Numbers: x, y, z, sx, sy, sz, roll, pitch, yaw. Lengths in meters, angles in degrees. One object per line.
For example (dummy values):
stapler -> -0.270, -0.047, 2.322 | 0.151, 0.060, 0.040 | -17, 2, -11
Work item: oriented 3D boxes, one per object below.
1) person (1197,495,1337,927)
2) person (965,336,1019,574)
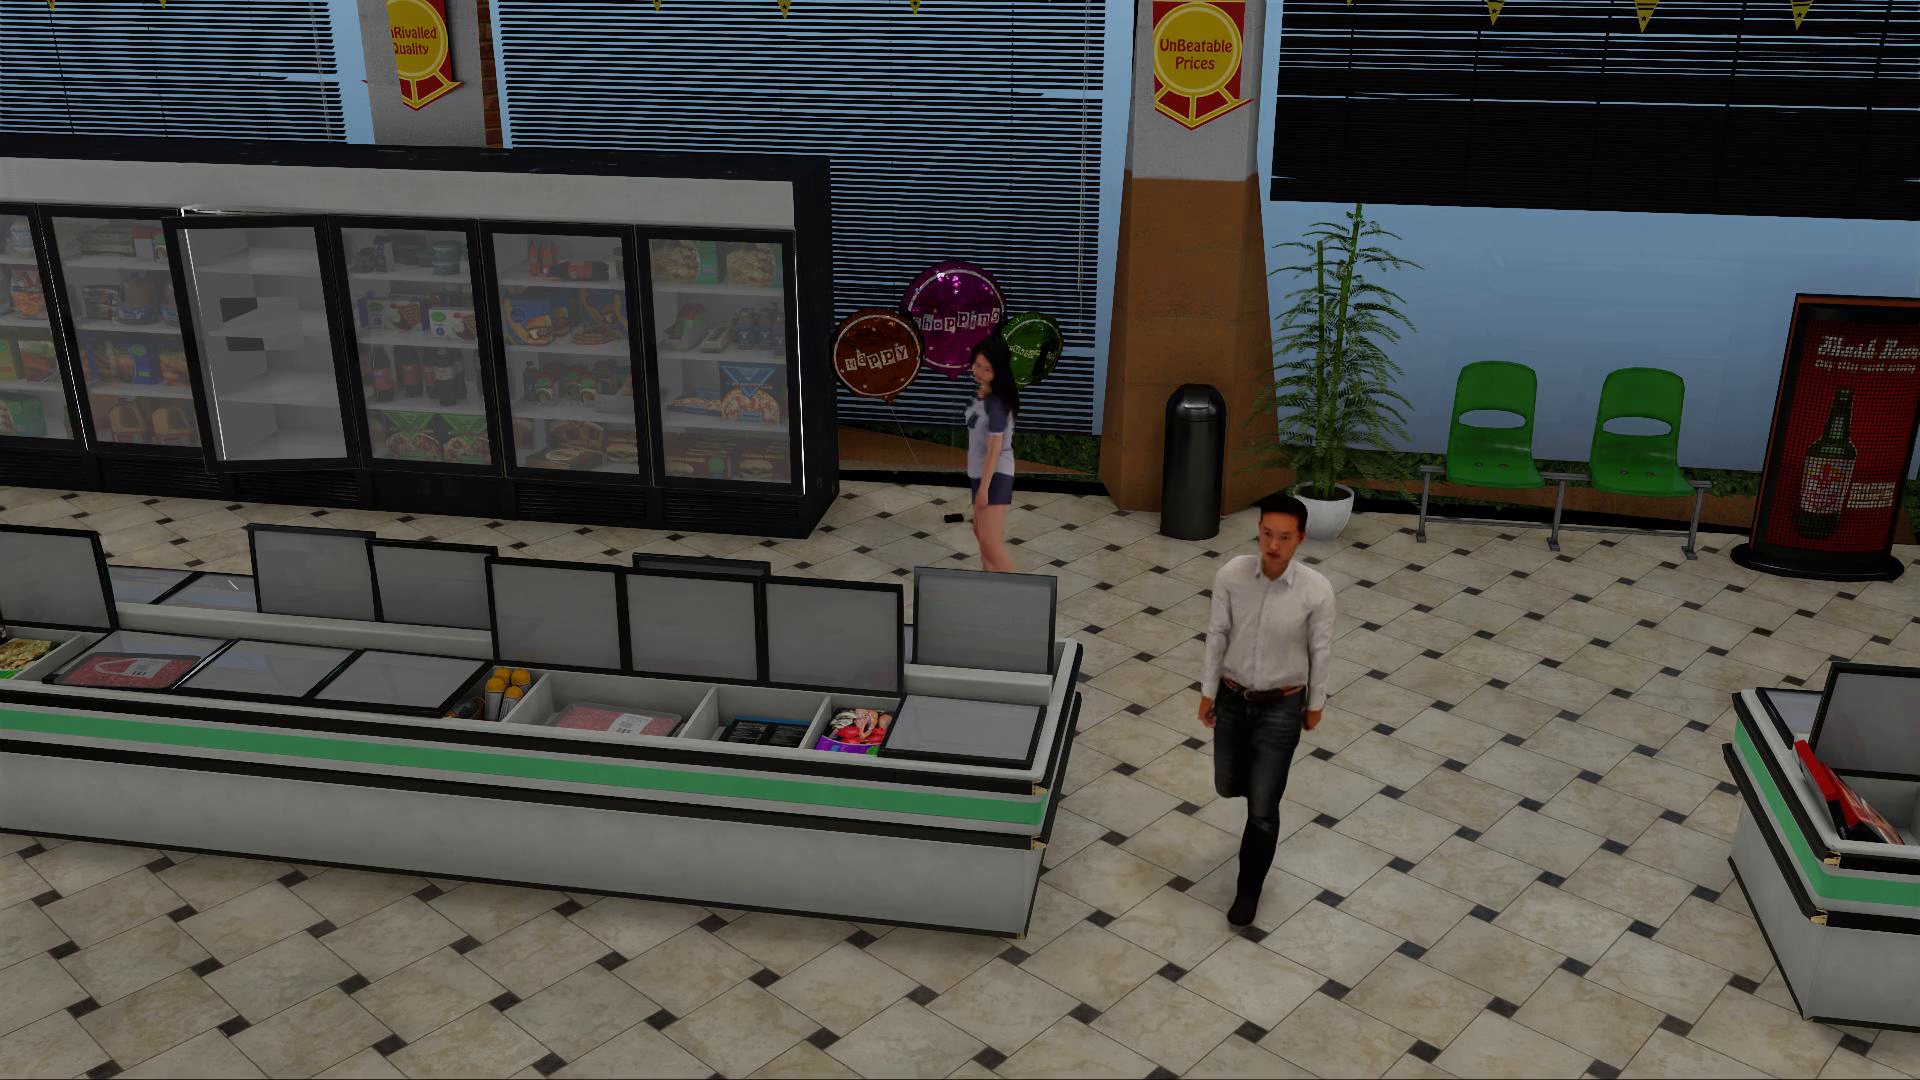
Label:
person -> 1.241, 0.634, 6.762 | 1.000, 1.791, 0.882 | 10, 24, 23
person -> 0.174, -0.373, 9.412 | 0.636, 1.685, 0.775 | 4, 22, 10
